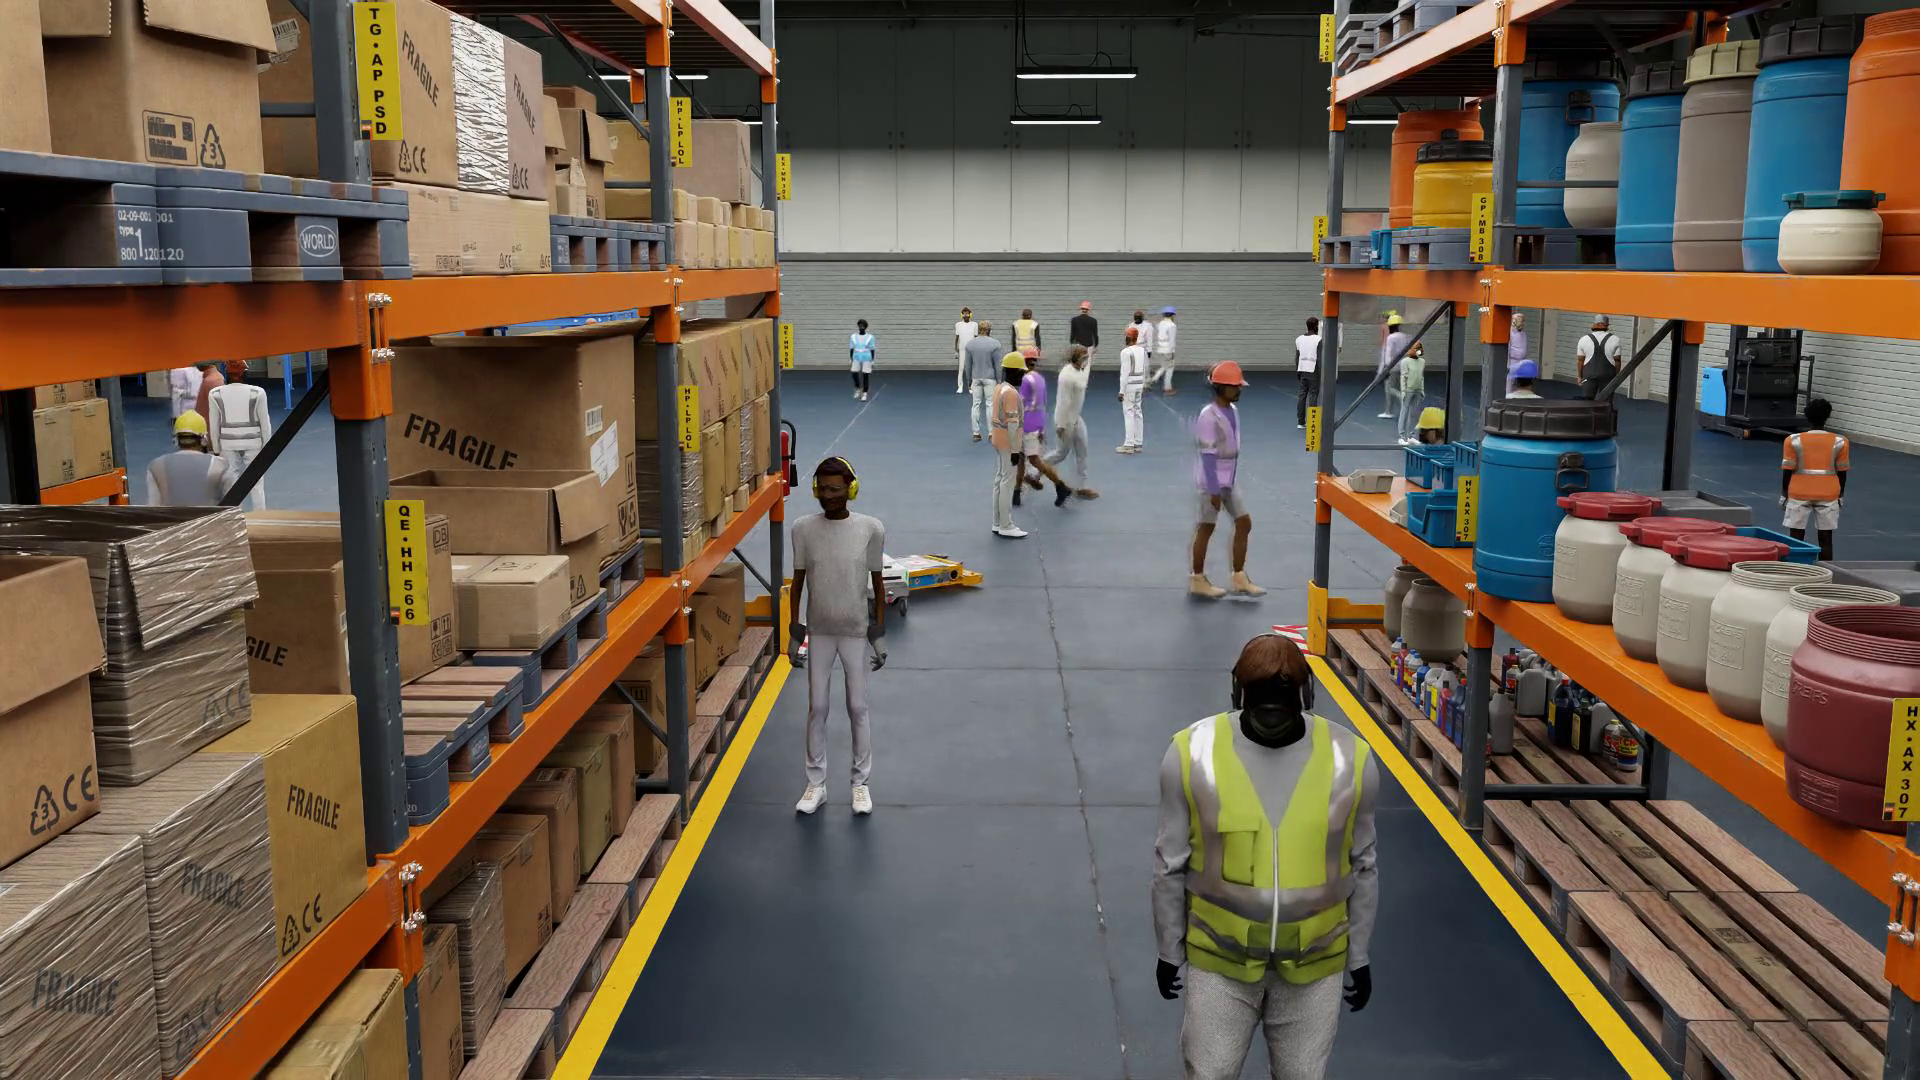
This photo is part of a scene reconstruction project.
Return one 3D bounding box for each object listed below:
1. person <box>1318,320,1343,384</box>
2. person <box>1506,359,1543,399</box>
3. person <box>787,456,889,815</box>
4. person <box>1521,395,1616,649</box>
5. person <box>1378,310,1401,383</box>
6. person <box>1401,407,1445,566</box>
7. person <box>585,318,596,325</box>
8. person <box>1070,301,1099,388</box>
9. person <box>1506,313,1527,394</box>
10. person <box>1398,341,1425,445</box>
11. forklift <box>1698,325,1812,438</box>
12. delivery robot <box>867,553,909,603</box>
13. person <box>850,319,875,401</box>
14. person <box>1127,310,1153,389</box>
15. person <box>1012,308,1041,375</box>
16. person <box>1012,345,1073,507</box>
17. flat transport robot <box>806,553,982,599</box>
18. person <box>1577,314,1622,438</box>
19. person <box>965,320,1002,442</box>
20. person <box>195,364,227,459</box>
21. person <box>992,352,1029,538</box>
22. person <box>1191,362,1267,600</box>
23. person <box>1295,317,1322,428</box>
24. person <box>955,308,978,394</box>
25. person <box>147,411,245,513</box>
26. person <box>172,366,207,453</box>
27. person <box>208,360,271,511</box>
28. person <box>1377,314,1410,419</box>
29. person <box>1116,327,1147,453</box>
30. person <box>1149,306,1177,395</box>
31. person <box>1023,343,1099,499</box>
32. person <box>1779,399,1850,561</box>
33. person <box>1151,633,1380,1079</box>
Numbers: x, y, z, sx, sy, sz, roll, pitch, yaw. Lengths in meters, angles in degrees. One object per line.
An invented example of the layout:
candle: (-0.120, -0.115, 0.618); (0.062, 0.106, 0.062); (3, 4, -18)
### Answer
person: (8.725, -4.599, 39.250); (0.589, 1.822, 0.403); (1, 10, 5)
person: (5.389, -0.768, 15.990); (0.486, 1.932, 0.610); (-9, 13, -44)
person: (-0.636, 0.493, 8.615); (0.532, 1.867, 0.316); (1, 9, 3)
person: (4.409, -0.072, 11.886); (0.768, 1.908, 0.688); (6, 11, 30)
person: (10.182, -4.592, 39.455); (0.522, 1.739, 0.816); (7, 12, 35)
person: (3.585, -0.149, 12.811); (0.683, 1.739, 0.549); (0, 9, -1)
person: (-6.220, -2.798, 28.205); (0.636, 1.910, 0.404); (-2, 10, -14)
person: (2.853, -4.474, 38.031); (0.646, 1.972, 0.457); (2, 10, 10)
person: (10.329, -3.253, 30.933); (0.649, 1.908, 0.407); (-8, 12, -40)
person: (7.107, -2.313, 26.115); (0.499, 1.634, 0.285); (-6, 11, -31)
forklift: (13.248, -3.165, 27.620); (1.129, 2.768, 1.873); (0, 9, 1)
delivery robot: (-0.679, 0.283, 13.641); (0.477, 0.478, 0.707); (-4, 10, -21)
person: (-2.016, -3.702, 34.291); (0.543, 1.683, 0.373); (1, 10, 8)
person: (4.034, -4.239, 37.175); (0.625, 1.804, 0.886); (4, 10, 23)
person: (1.508, -4.301, 37.444); (0.663, 1.828, 0.498); (3, 10, 17)
person: (0.895, -1.333, 19.468); (0.905, 1.901, 0.546); (4, 10, 20)
flat transport robot: (-0.568, 0.315, 14.573); (1.431, 0.197, 0.652); (-7, 12, -36)
person: (10.438, -2.673, 27.185); (0.676, 2.000, 0.536); (4, 10, 23)
person: (0.387, -2.552, 26.659); (0.627, 1.934, 0.370); (4, 10, 22)
person: (-8.229, -1.185, 18.308); (0.392, 1.986, 0.609); (-3, 10, -20)
person: (0.525, -1.001, 17.389); (0.375, 1.922, 0.594); (-2, 10, -12)
person: (2.292, -0.480, 13.972); (0.799, 2.018, 0.648); (6, 11, 33)
person: (6.017, -2.870, 28.605); (0.392, 1.919, 0.590); (-8, 12, -39)
person: (0.144, -4.142, 36.400); (0.532, 1.859, 0.311); (0, 9, 0)
person: (-5.520, -0.046, 12.097); (0.619, 1.778, 0.943); (-2, 10, -9)
person: (-9.614, -1.555, 20.849); (0.366, 1.887, 0.671); (3, 10, 18)
person: (-7.460, -0.962, 17.282); (0.584, 1.881, 0.345); (-3, 10, -16)
person: (7.971, -3.156, 30.345); (0.642, 1.905, 0.599); (8, 12, 38)
person: (2.582, -2.262, 25.061); (0.341, 1.882, 0.587); (8, 12, 39)
person: (4.440, -4.079, 35.856); (0.557, 1.913, 0.631); (-5, 11, -27)
person: (1.238, -1.452, 20.219); (0.880, 1.898, 0.666); (5, 11, 25)
person: (7.316, -0.365, 14.273); (0.532, 1.693, 0.319); (3, 10, 18)
person: (0.855, 1.162, 4.683); (0.633, 1.842, 0.429); (1, 10, 5)
